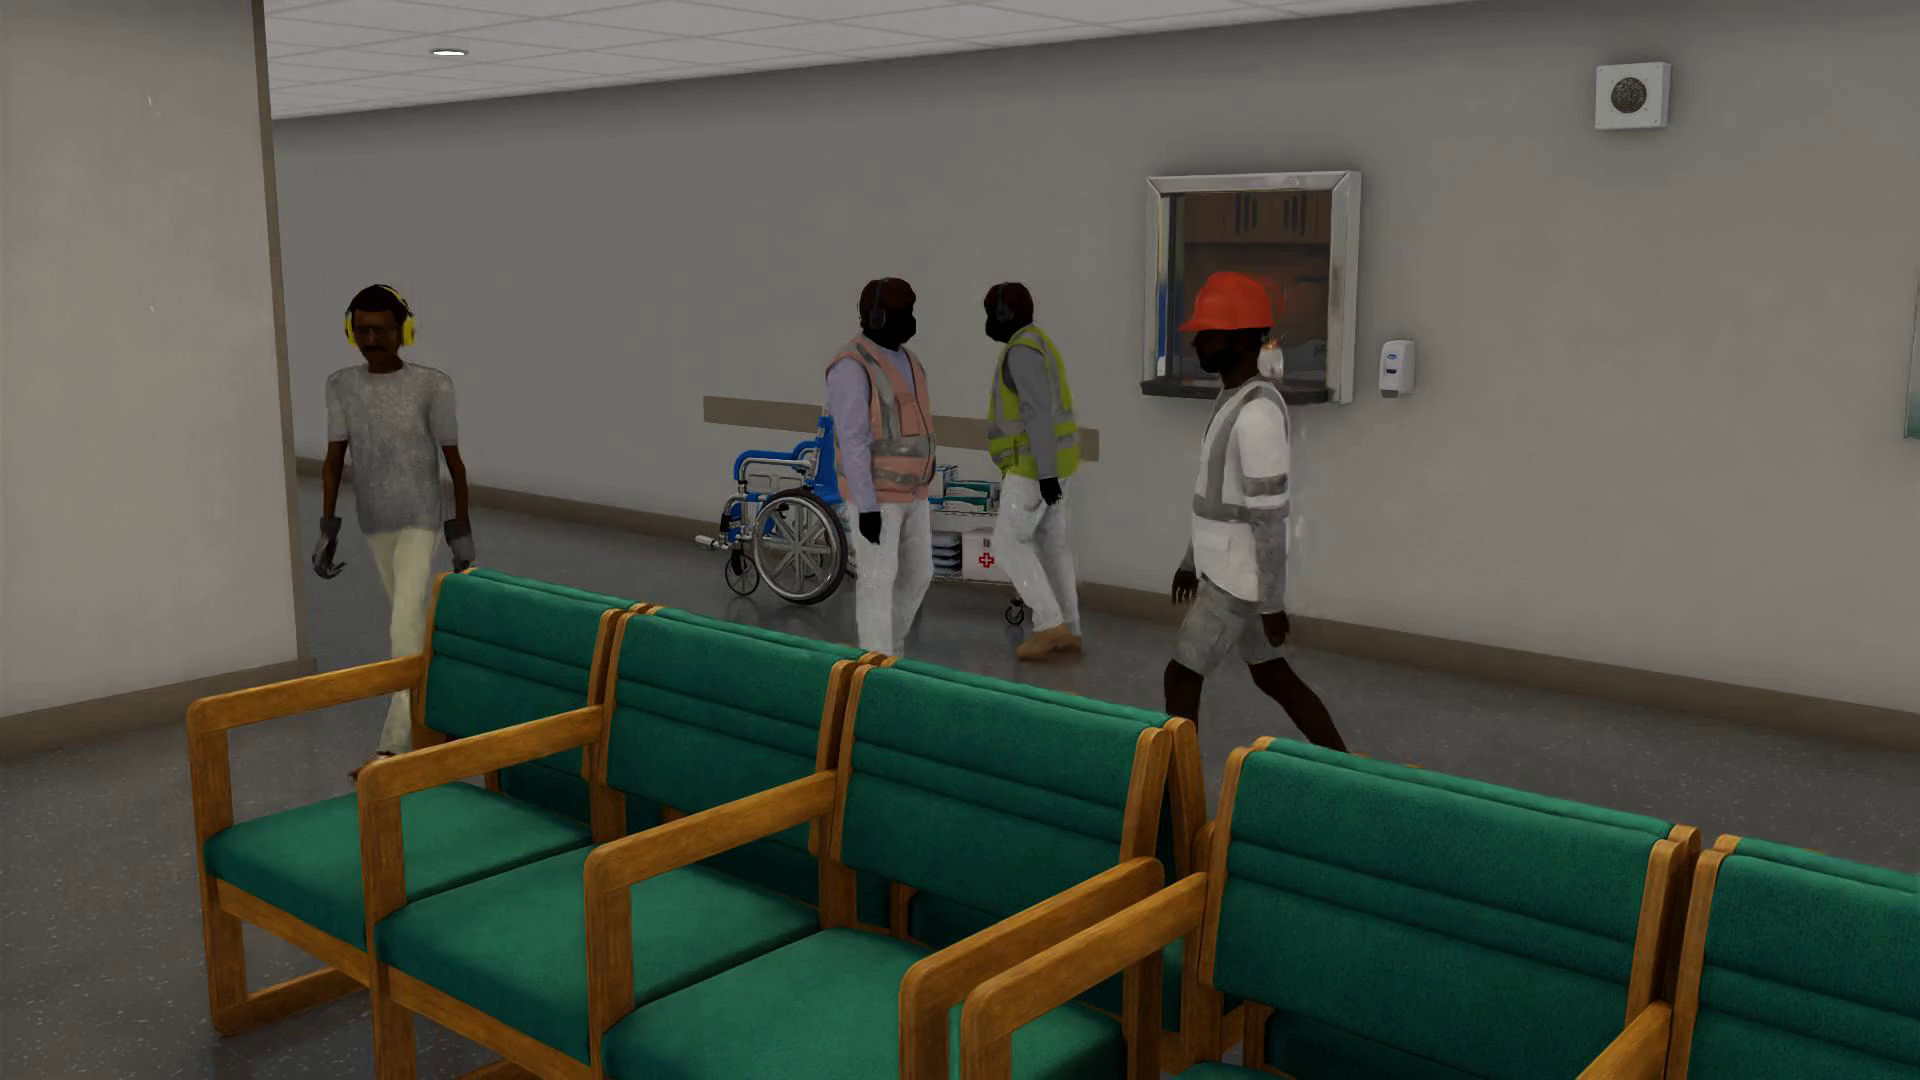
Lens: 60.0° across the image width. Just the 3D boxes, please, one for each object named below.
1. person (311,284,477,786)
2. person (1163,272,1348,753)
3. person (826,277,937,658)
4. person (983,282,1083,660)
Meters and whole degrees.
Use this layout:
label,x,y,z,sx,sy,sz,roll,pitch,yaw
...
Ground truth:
label,x,y,z,sx,sy,sz,roll,pitch,yaw
person,-2.123,-0.018,6.139,0.484,1.816,0.941,3,10,14
person,0.944,0.083,5.397,0.993,1.896,0.546,1,10,7
person,-0.317,-0.199,7.131,0.429,1.840,0.646,5,11,27
person,0.351,-0.323,7.976,0.546,1.797,0.659,2,10,11
